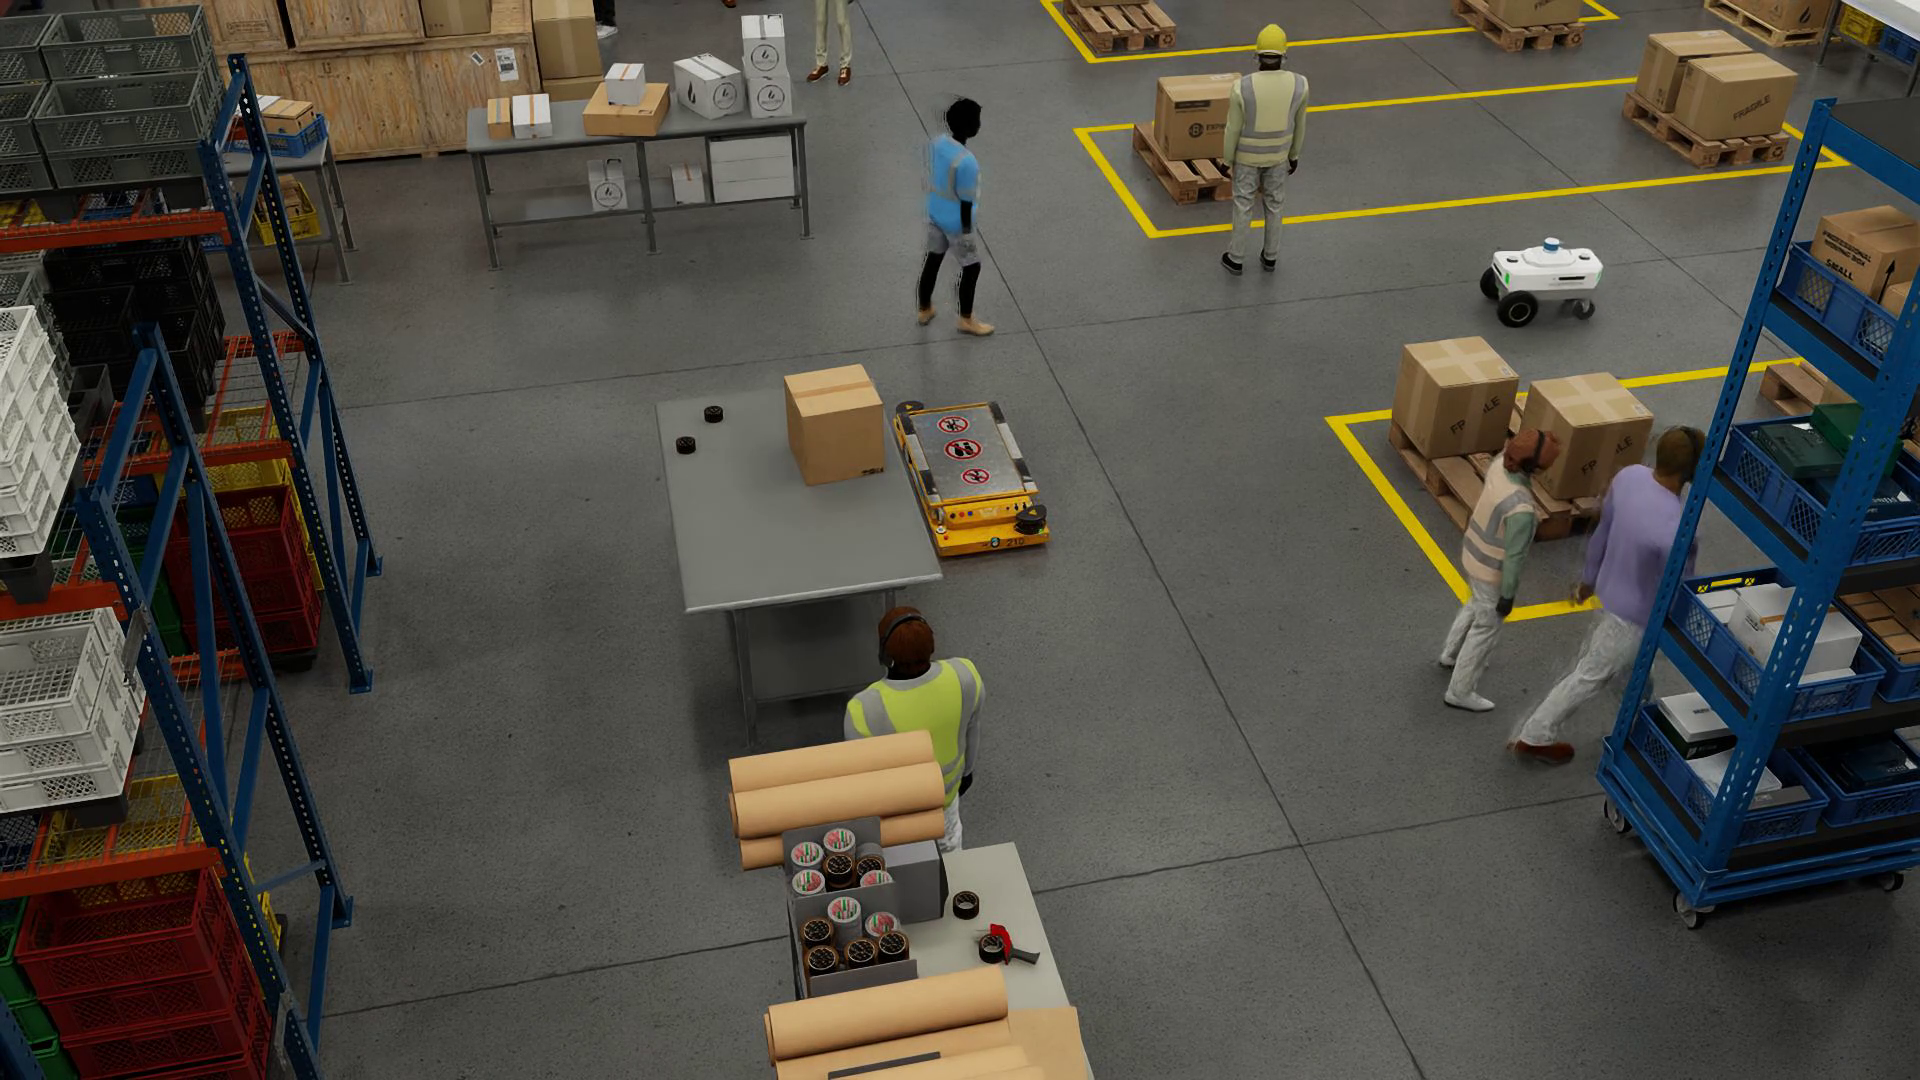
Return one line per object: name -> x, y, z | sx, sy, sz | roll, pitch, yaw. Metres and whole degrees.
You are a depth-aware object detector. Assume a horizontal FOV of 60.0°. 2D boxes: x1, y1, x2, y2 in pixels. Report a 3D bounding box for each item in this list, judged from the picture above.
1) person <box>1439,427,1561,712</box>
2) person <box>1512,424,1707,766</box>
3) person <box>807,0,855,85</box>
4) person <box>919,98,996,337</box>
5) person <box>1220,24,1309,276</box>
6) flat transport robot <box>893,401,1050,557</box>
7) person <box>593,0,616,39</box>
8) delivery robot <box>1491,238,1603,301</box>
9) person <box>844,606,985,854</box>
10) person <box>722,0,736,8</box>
person -> 2.641, 0.126, 8.239 | 0.317, 1.626, 0.541 | 3, 37, 3
person -> 3.192, 0.289, 7.804 | 0.976, 1.889, 0.626 | 0, 37, 0
person -> -1.169, -5.052, 14.990 | 0.517, 1.873, 0.334 | 12, 38, 15
person -> -0.054, -2.181, 11.302 | 0.474, 1.668, 0.570 | -15, 39, -19
person -> 2.165, -2.795, 11.990 | 0.601, 1.827, 0.404 | -6, 37, -8
flat transport robot -> 0.046, -0.430, 10.108 | 0.652, 0.197, 1.431 | -8, 37, -10
person -> -3.589, -5.828, 15.995 | 0.423, 1.915, 0.623 | -27, 44, -32
delivery robot -> 4.145, -1.898, 11.763 | 0.707, 0.478, 0.477 | -1, 37, -3
person -> -0.210, 1.019, 6.854 | 0.633, 1.843, 0.429 | -22, 42, -26
person -> -2.266, -6.372, 16.734 | 0.651, 1.907, 0.409 | -27, 44, -31
